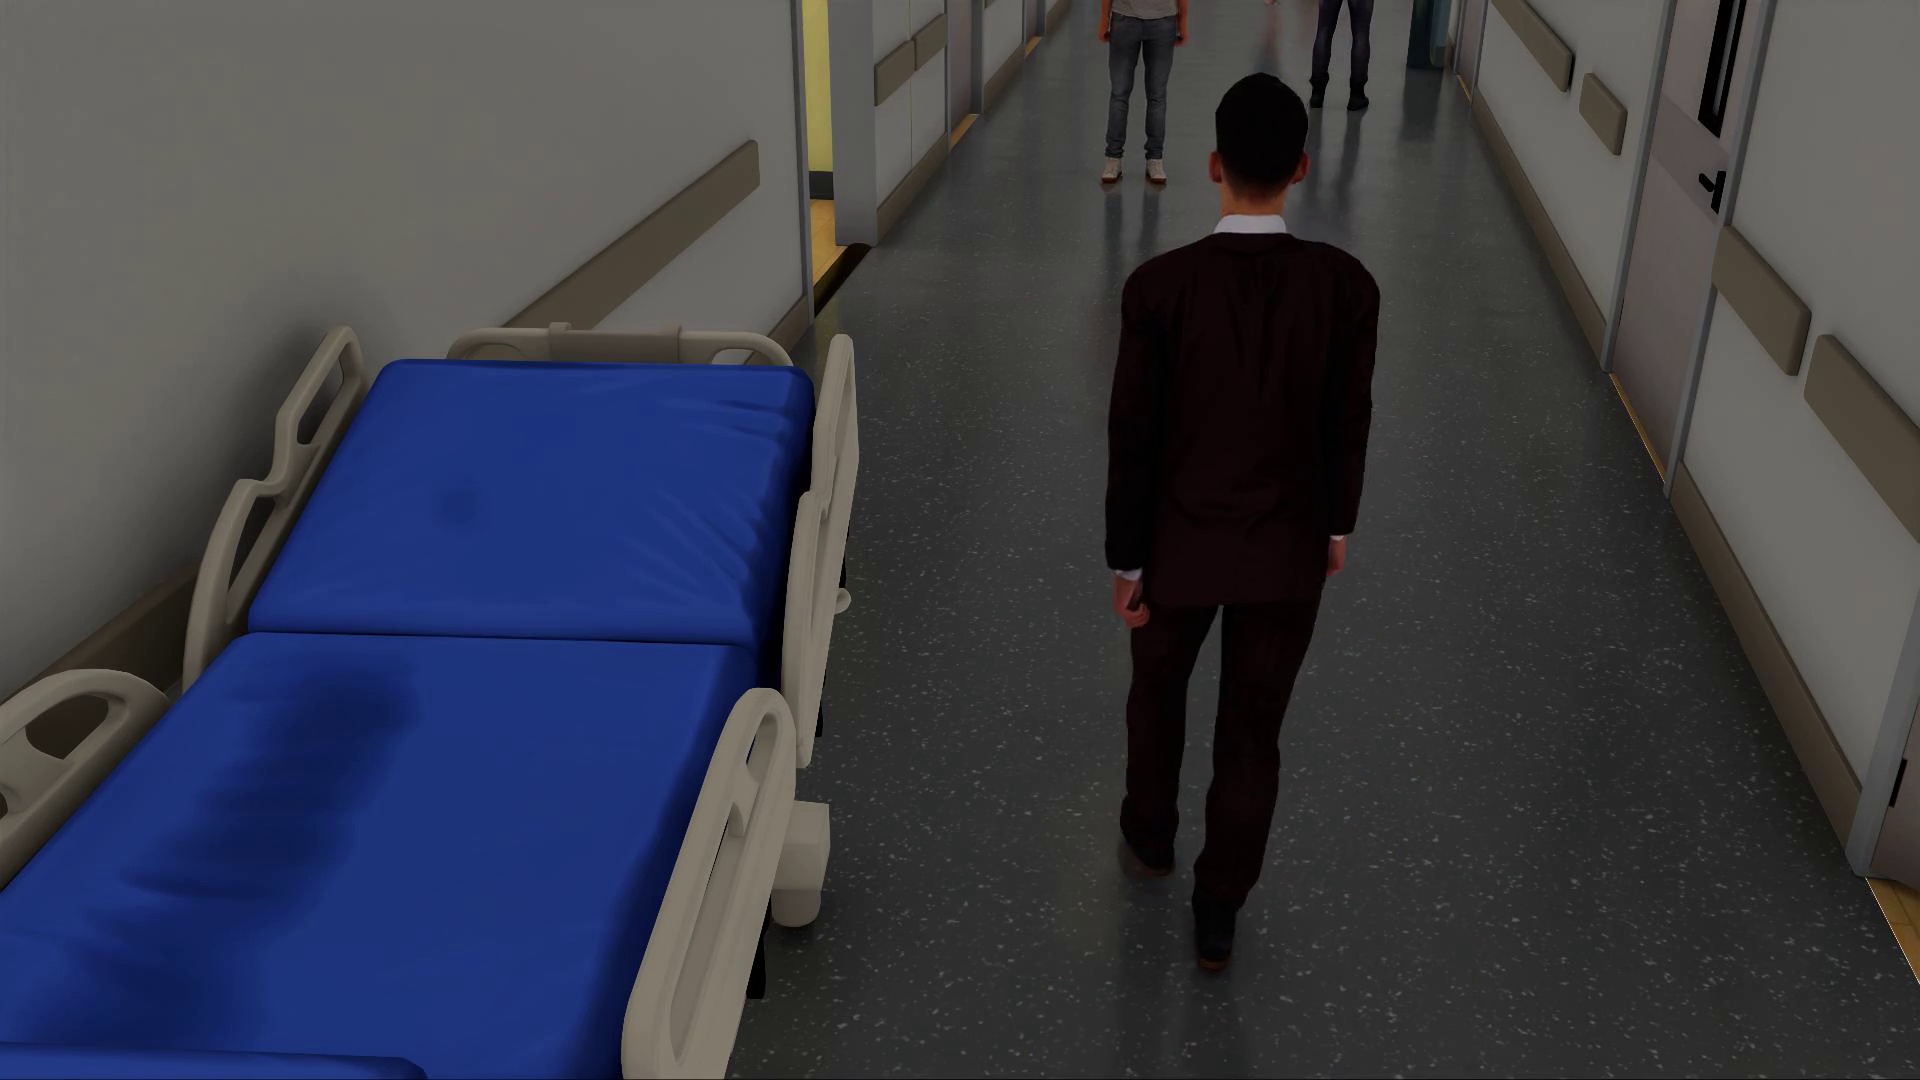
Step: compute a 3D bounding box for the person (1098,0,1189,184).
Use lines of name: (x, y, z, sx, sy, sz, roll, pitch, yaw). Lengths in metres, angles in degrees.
person: (1.080, -3.069, 9.741, 0.558, 1.898, 0.768, 2, 26, 4)

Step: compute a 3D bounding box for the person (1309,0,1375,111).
person: (2.729, -3.993, 11.734, 0.572, 1.830, 0.761, 9, 27, 18)

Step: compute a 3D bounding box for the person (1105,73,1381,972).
person: (0.545, 0.056, 3.320, 0.756, 1.846, 0.753, 4, 26, 7)
